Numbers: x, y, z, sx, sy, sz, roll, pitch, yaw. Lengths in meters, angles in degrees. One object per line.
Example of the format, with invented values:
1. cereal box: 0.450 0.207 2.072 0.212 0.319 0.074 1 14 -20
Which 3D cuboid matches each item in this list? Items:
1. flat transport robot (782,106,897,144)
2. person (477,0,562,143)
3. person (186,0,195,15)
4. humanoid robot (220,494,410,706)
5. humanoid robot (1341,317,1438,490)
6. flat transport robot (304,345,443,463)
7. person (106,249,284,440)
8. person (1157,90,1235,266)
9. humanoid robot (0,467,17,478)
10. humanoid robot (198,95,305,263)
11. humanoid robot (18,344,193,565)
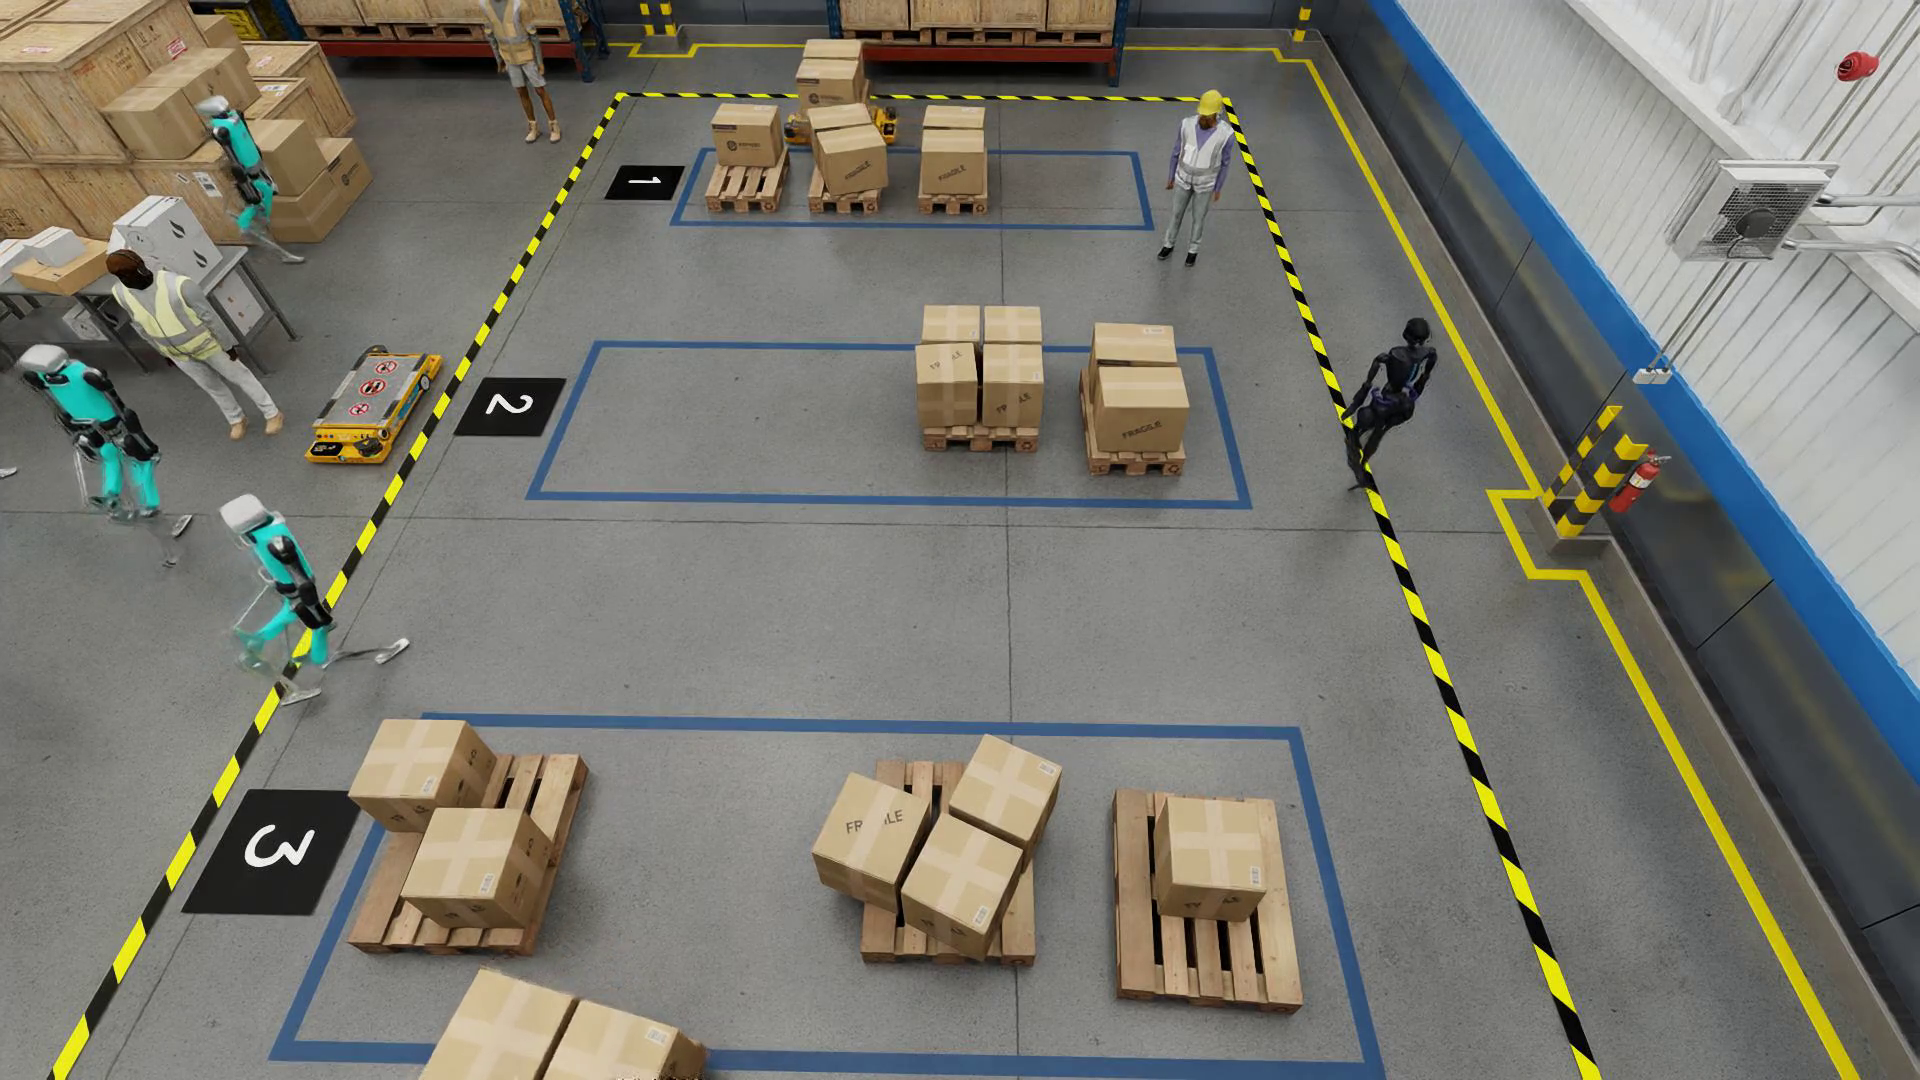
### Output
1. flat transport robot: -1.554 -5.420 11.935 1.431 0.197 0.652 1 50 1
2. person: -5.395 -5.894 11.194 0.607 2.043 0.377 1 50 1
3. person: -10.657 -7.111 12.312 0.394 1.910 0.585 29 56 22
4. humanoid robot: -4.484 0.528 6.003 0.537 1.769 1.047 33 57 25
5. humanoid robot: 3.445 -1.040 7.326 0.593 1.636 0.493 -8 50 -6
6. flat transport robot: -5.383 -1.269 8.441 0.659 0.231 1.431 1 50 1
7. person: -6.438 -1.620 7.714 0.622 1.838 0.430 -8 50 -6
8. person: 2.435 -3.723 9.492 0.601 1.830 0.404 20 53 16
9. humanoid robot: -8.438 -1.001 7.320 0.816 1.880 0.547 -27 55 -21
10. humanoid robot: -7.427 -3.597 9.510 0.709 1.891 0.547 -7 50 -6
11. humanoid robot: -6.404 -0.530 6.929 0.539 1.900 0.753 0 50 0
